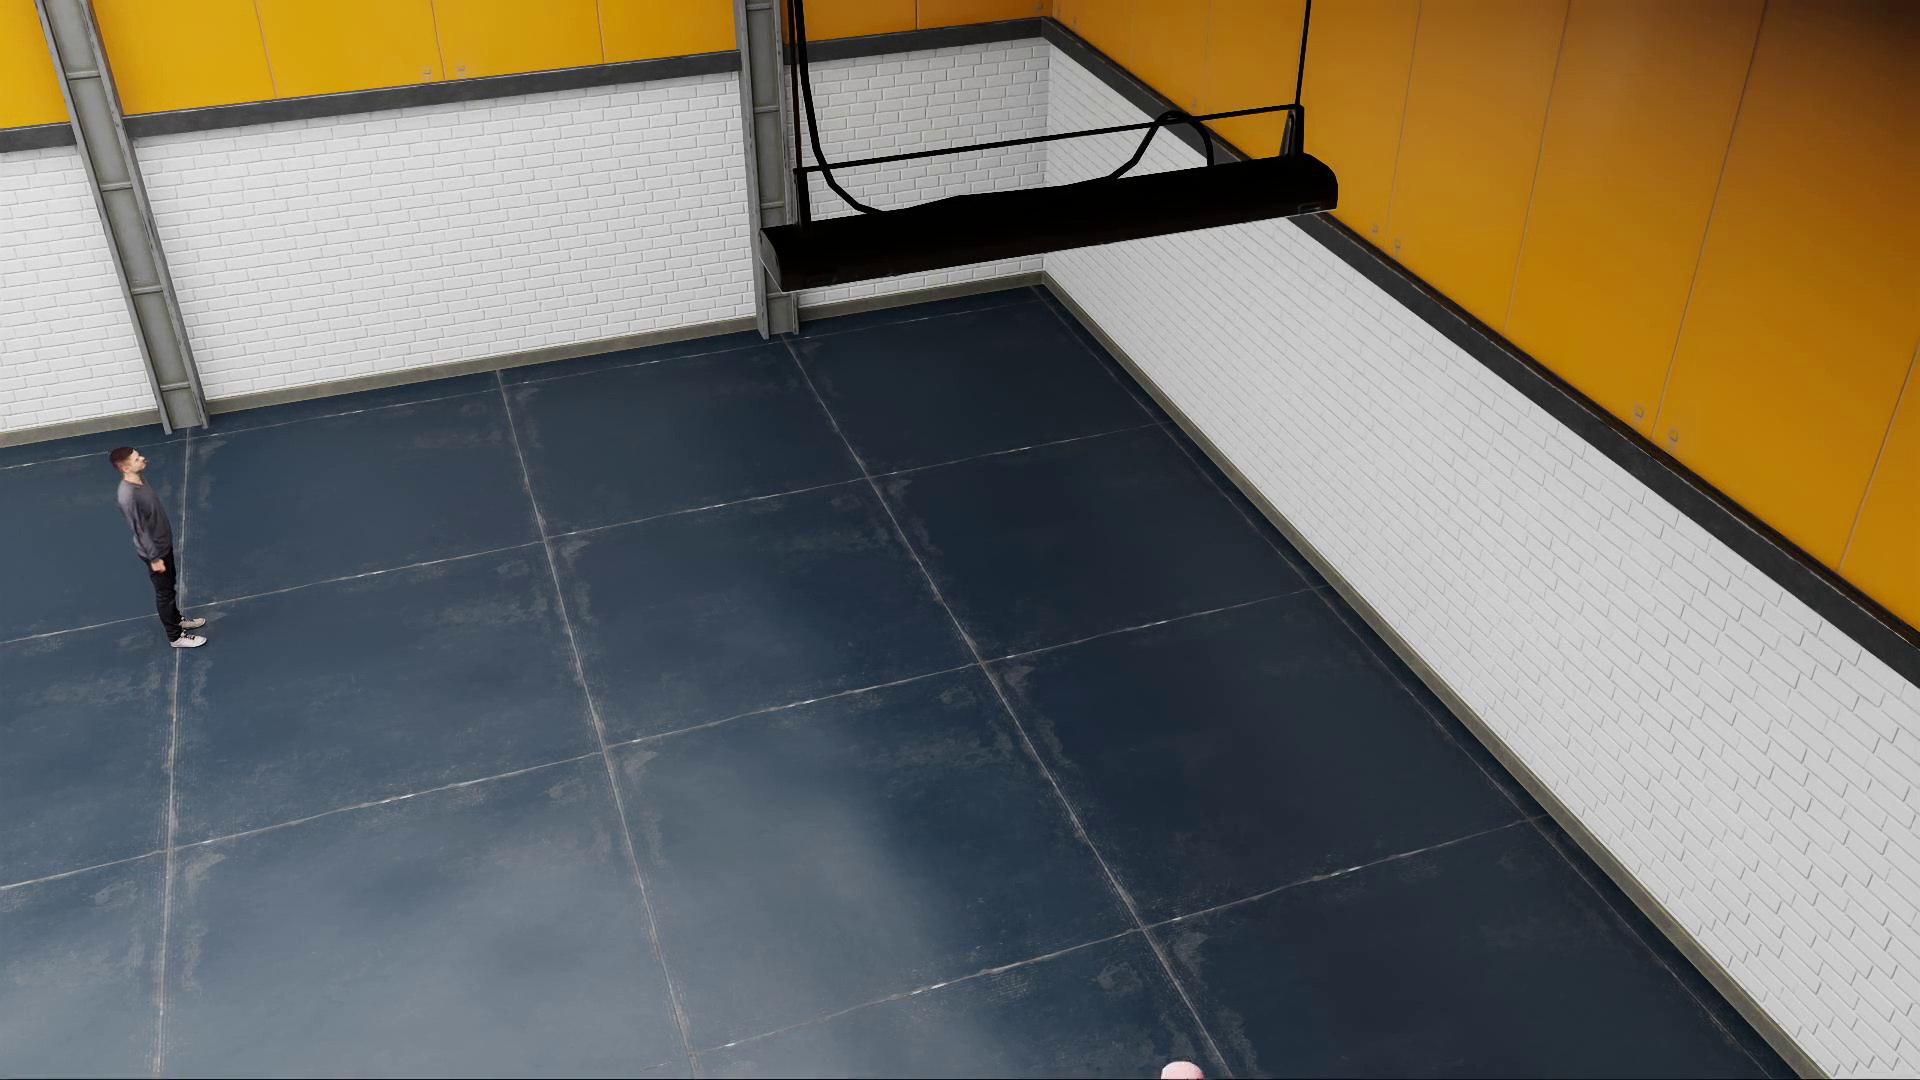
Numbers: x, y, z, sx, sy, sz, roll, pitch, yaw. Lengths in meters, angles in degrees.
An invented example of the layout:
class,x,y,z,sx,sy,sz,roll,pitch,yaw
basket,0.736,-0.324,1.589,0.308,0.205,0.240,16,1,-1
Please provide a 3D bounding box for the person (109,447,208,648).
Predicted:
class,x,y,z,sx,sy,sz,roll,pitch,yaw
person,-6.310,0.044,13.017,0.521,1.760,0.604,-11,35,-16
